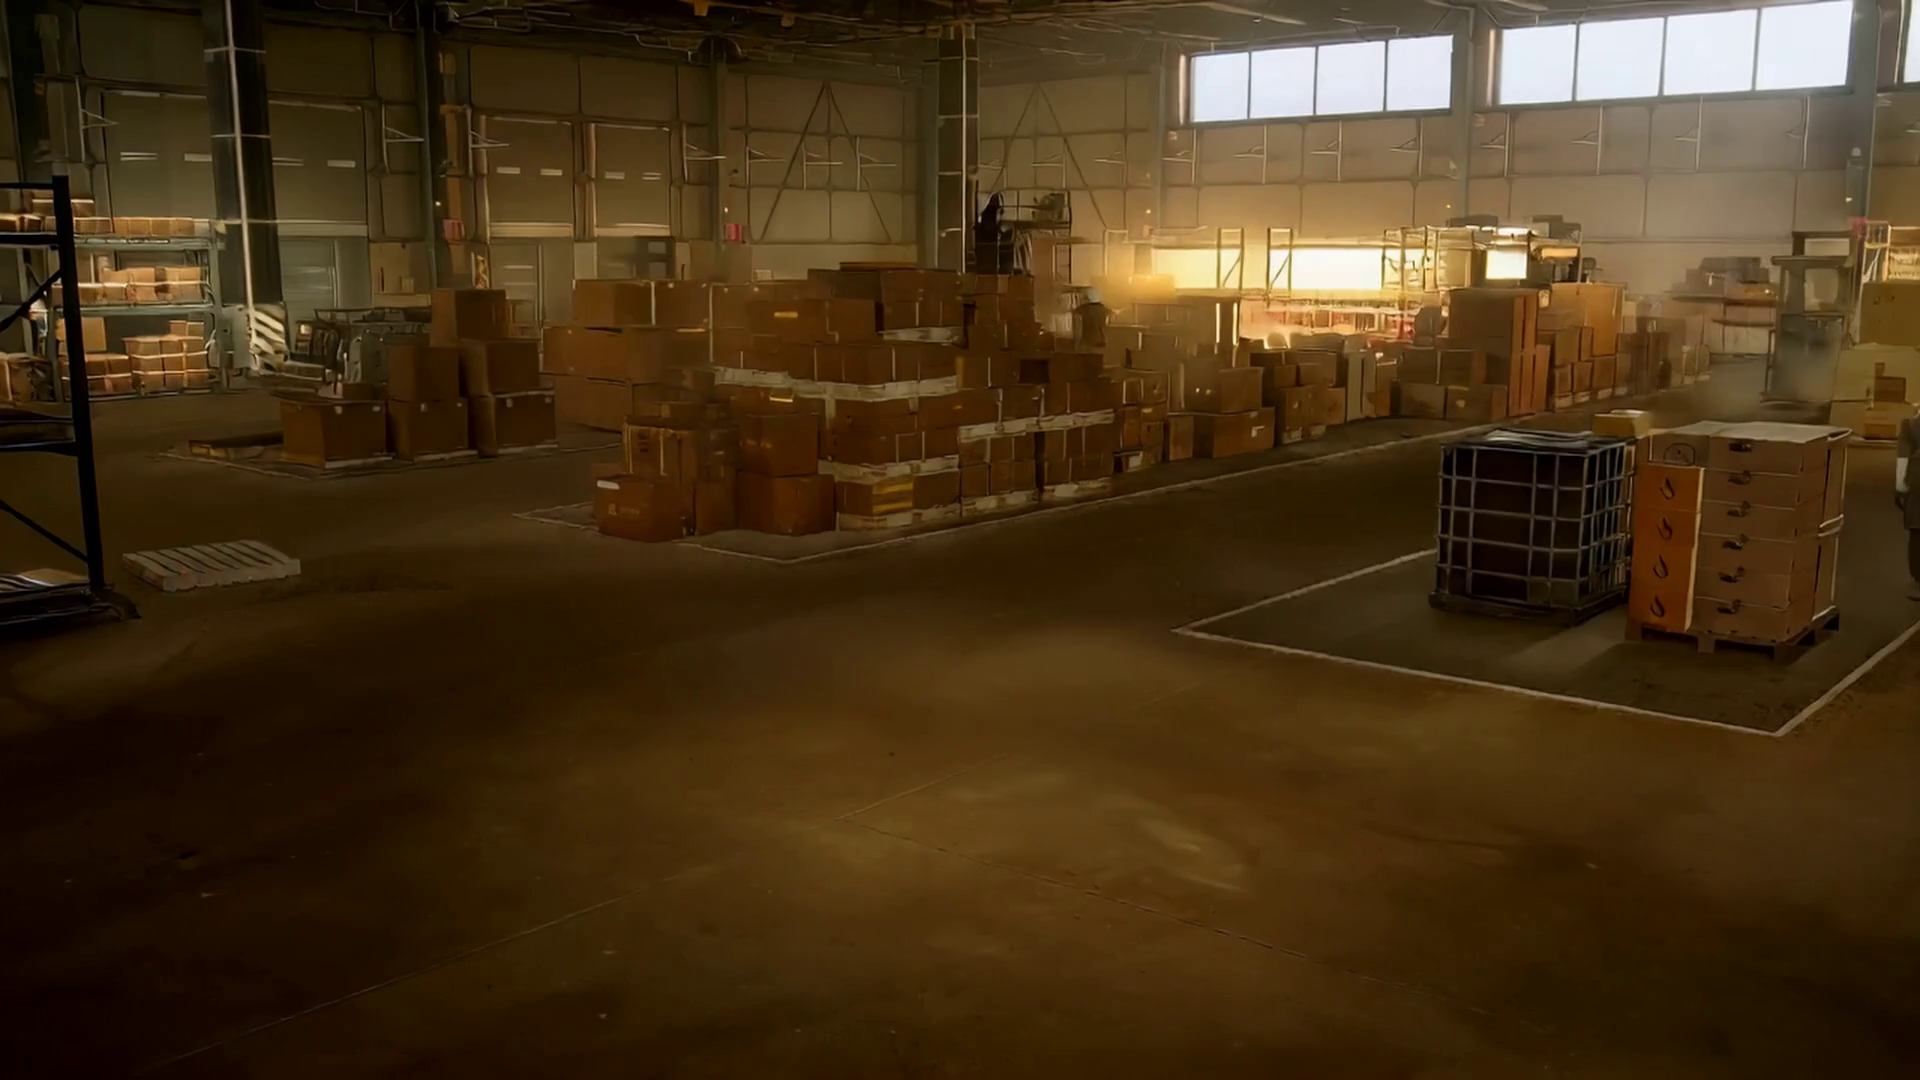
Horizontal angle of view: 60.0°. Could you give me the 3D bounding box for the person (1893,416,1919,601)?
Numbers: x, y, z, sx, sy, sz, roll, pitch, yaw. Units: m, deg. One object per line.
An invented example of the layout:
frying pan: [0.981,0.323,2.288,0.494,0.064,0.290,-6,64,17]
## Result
person: [6.892,-0.335,11.773,0.534,1.650,0.878,6,12,31]

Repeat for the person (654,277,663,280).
person: [-6.507,-4.724,36.008,0.639,1.926,0.367,-4,11,-21]

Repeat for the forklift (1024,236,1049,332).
forklift: [1.828,-5.663,38.637,1.873,2.768,1.129,2,10,12]

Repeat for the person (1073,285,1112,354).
person: [2.160,-3.178,27.169,0.630,1.938,0.369,2,10,9]

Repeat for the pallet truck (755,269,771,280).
pallet truck: [-4.996,-6.432,45.525,1.885,1.965,0.823,-6,12,-32]

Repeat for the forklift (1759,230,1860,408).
forklift: [13.881,-3.598,26.877,1.129,2.768,1.873,8,13,39]

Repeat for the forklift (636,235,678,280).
forklift: [-6.681,-5.358,36.900,1.873,2.768,1.129,8,13,40]
